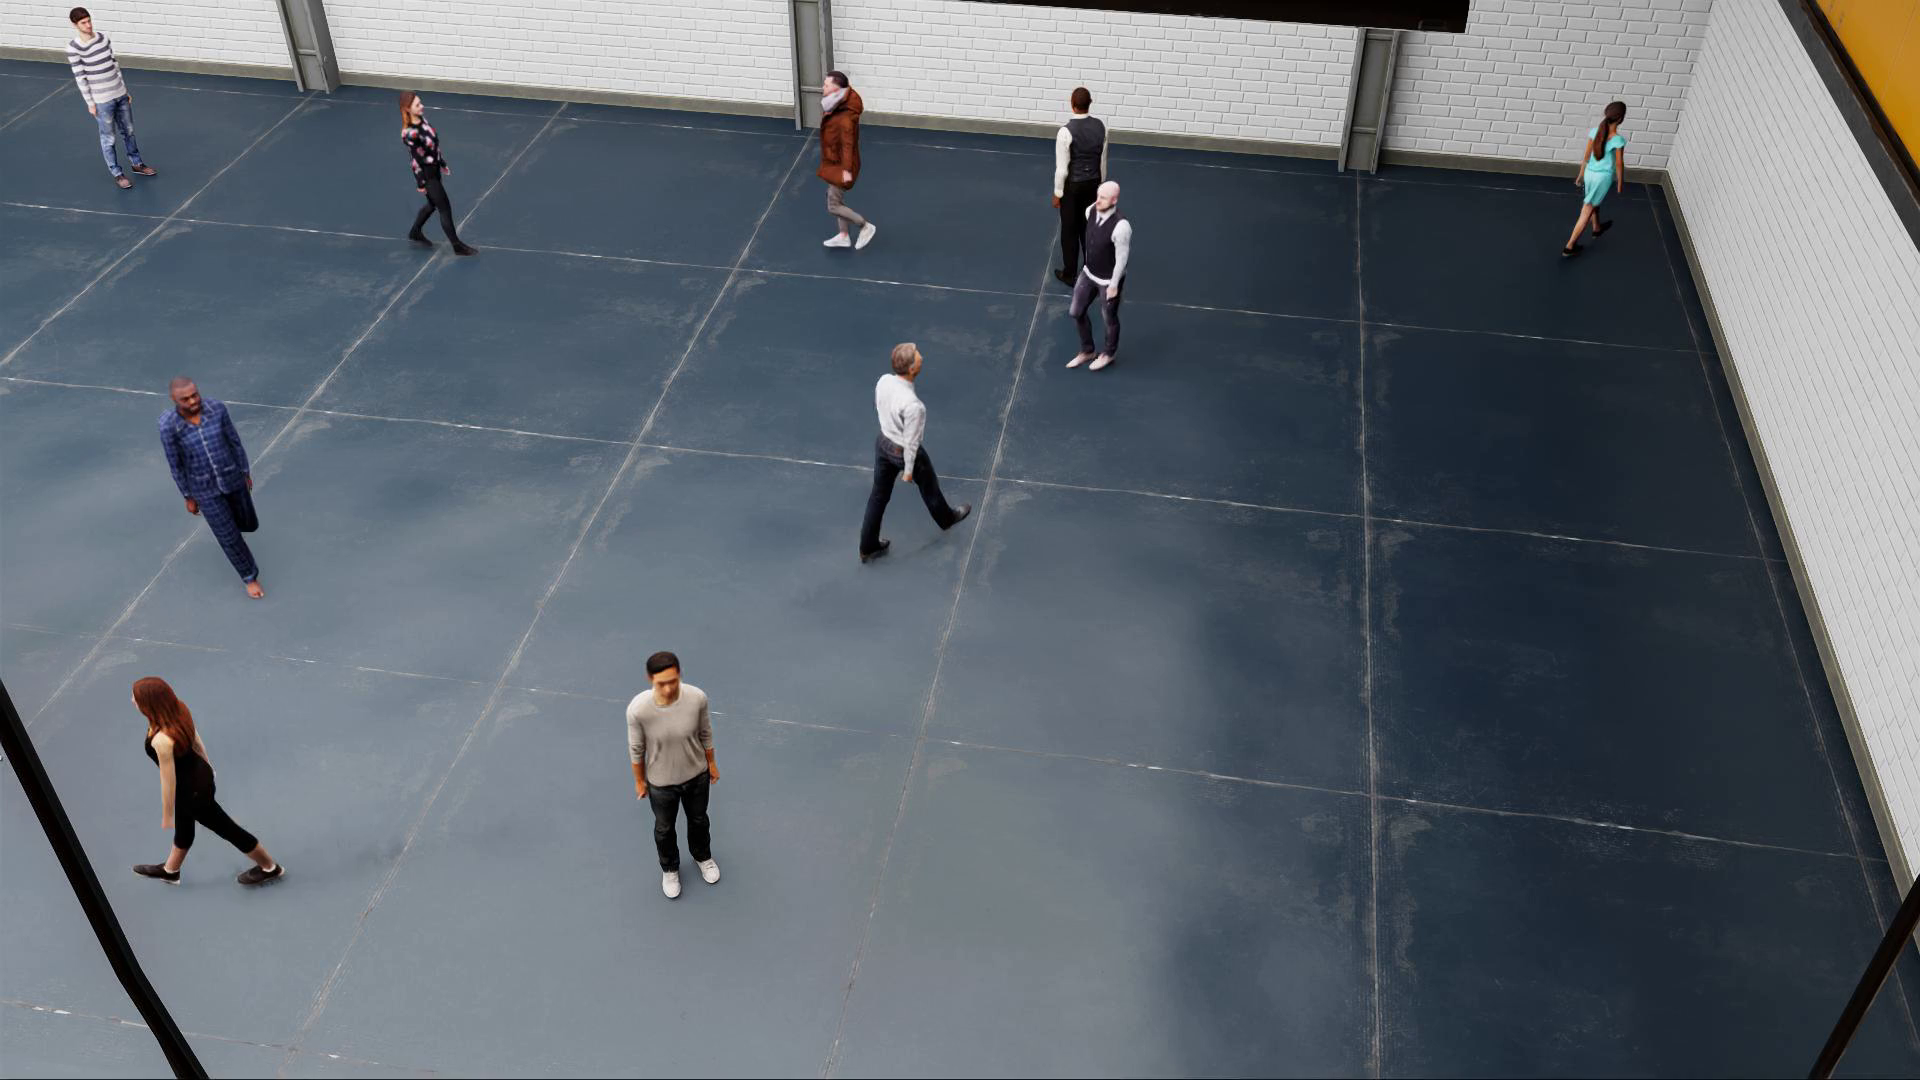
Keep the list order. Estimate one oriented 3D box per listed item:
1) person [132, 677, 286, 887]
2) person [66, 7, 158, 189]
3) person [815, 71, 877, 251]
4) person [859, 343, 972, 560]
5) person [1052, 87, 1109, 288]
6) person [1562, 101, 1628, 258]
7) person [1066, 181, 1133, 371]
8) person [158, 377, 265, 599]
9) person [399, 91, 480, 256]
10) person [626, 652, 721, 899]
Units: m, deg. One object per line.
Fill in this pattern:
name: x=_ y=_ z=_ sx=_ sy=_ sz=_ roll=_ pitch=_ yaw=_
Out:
person: x=-4.381 y=1.450 z=9.725 sx=1.163 sy=1.691 sz=0.885 roll=-9 pitch=39 yaw=-11
person: x=-8.816 y=-4.592 z=17.159 sx=0.645 sy=1.855 sz=0.707 roll=18 pitch=42 yaw=22
person: x=-1.060 y=-3.603 z=15.950 sx=0.930 sy=1.818 sz=0.860 roll=-7 pitch=39 yaw=-9
person: x=-0.508 y=-0.624 z=12.261 sx=1.204 sy=1.767 sz=1.199 roll=-27 pitch=46 yaw=-30
person: x=1.112 y=-3.278 z=15.464 sx=0.729 sy=1.917 sz=0.845 roll=-15 pitch=41 yaw=-18
person: x=6.082 y=-3.438 z=15.975 sx=1.022 sy=1.529 sz=0.930 roll=-21 pitch=43 yaw=-24
person: x=1.296 y=-2.276 z=14.297 sx=0.919 sy=1.808 sz=0.855 roll=-26 pitch=45 yaw=-29
person: x=-5.387 y=-0.435 z=11.992 sx=0.973 sy=1.806 sz=1.052 roll=-27 pitch=46 yaw=-30
person: x=-5.165 y=-3.520 z=15.971 sx=0.988 sy=1.661 sz=0.681 roll=0 pitch=39 yaw=0
person: x=-1.672 y=1.343 z=9.762 sx=0.680 sy=1.812 sz=0.791 roll=-15 pitch=41 yaw=-18
